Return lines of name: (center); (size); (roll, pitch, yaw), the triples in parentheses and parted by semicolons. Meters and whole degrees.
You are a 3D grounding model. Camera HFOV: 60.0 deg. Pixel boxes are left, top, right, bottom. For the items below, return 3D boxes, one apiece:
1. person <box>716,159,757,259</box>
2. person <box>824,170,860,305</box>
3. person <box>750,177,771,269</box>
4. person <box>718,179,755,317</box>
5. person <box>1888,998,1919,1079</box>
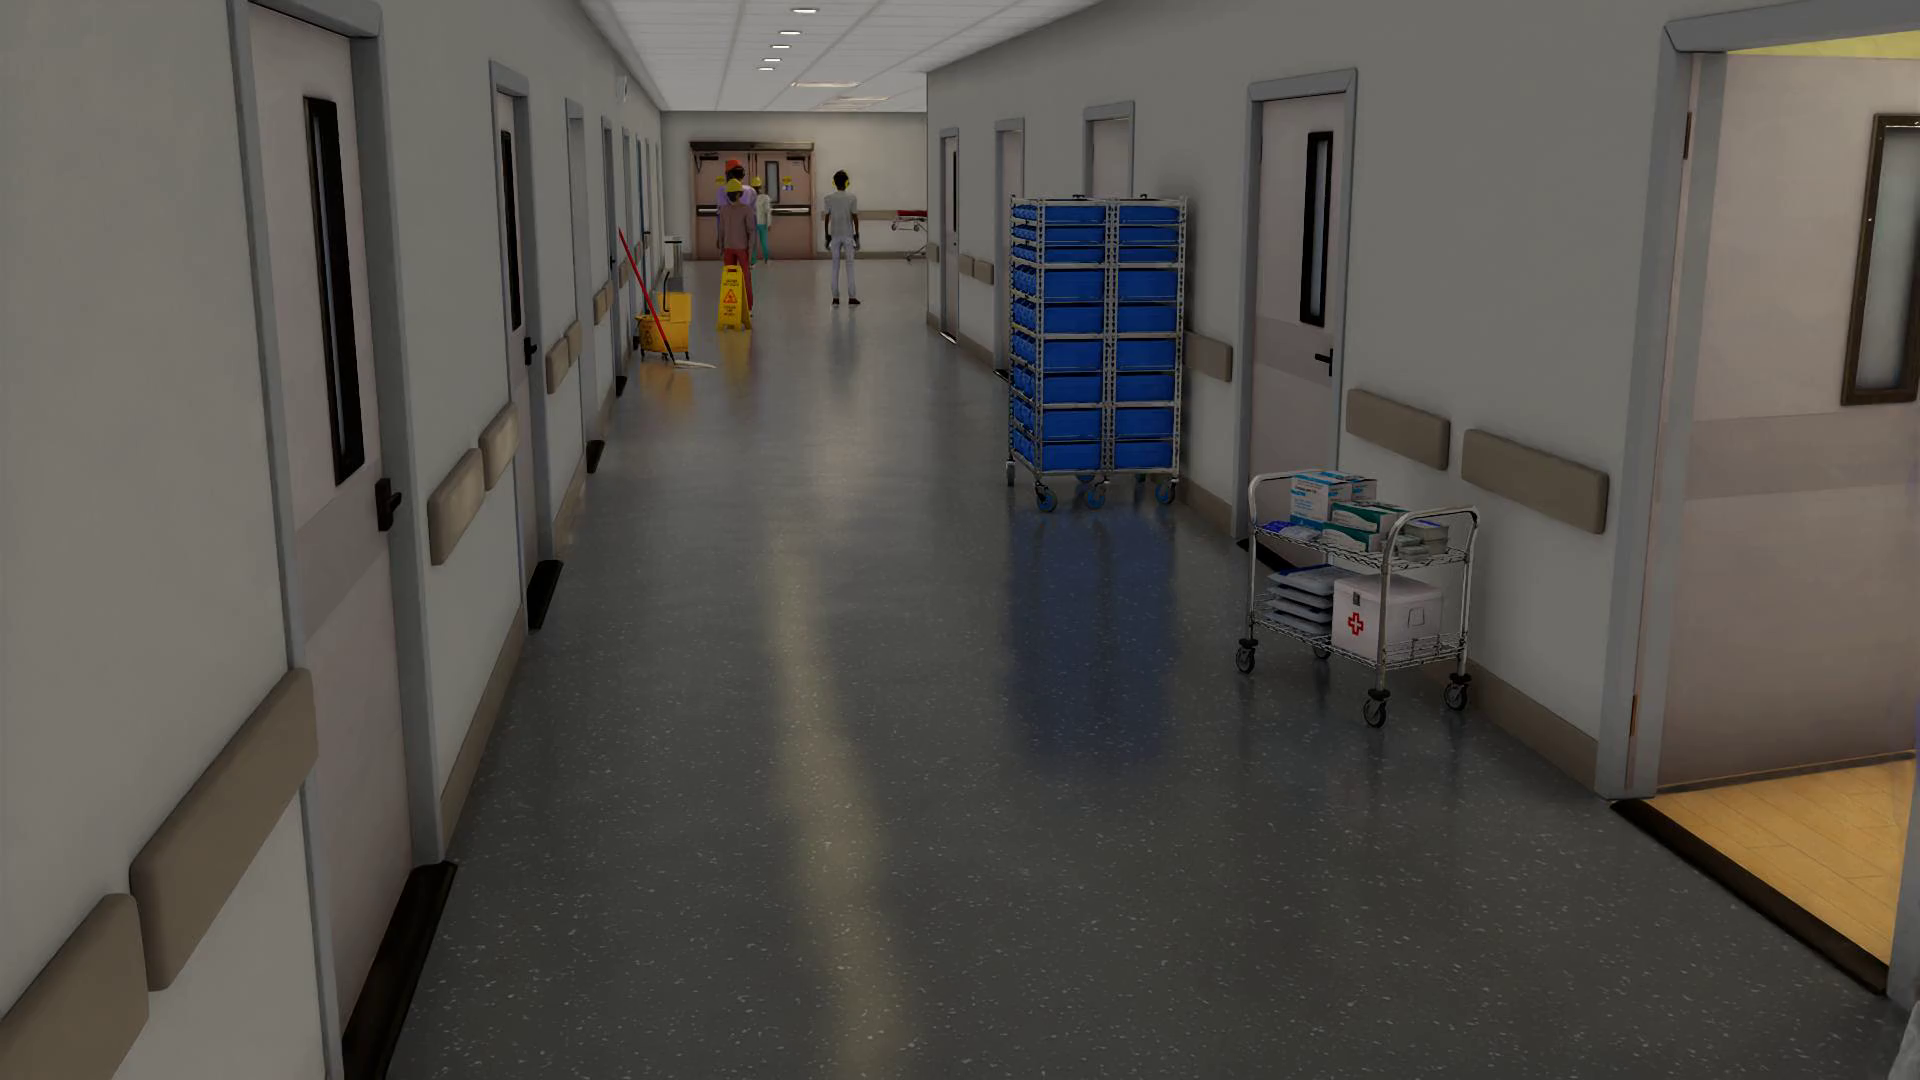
person: (-3.043, -4.147, 22.607); (0.615, 2.028, 0.409); (-11, 17, -40)
person: (-1.648, -4.229, 23.312); (0.517, 1.874, 0.327); (2, 13, 9)
person: (-3.849, -6.058, 31.764); (0.524, 1.732, 0.815); (1, 13, 6)
person: (-2.882, -3.745, 21.400); (0.529, 1.767, 0.318); (6, 14, 23)
person: (1.747, 0.452, 2.431); (0.665, 1.907, 0.756); (-3, 13, -13)
